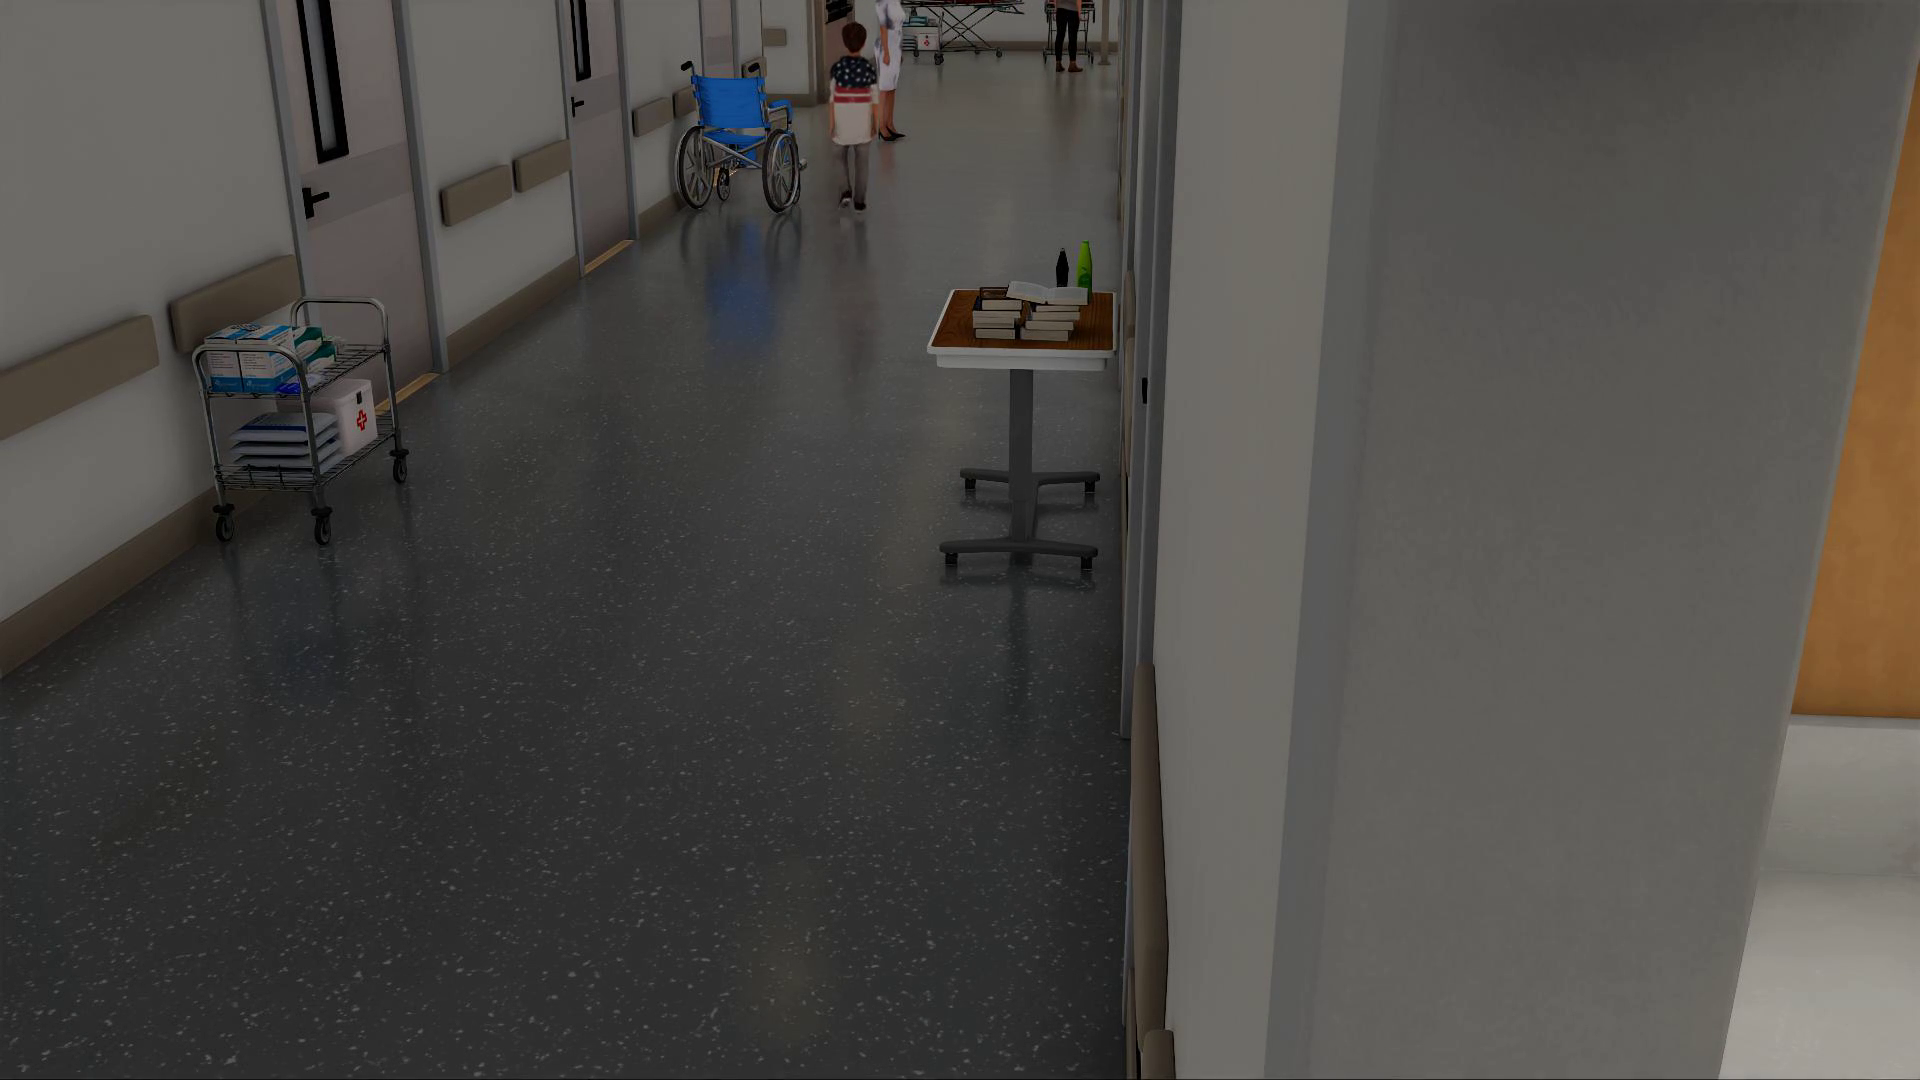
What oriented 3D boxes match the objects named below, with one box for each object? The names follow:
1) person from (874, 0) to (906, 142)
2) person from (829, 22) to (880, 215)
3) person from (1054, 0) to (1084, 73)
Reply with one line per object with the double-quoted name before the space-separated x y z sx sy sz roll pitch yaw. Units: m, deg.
"person" -0.734 -5.003 17.023 0.675 1.749 0.527 7 22 18
"person" -0.824 -3.220 12.769 0.566 1.429 0.557 -1 21 -3
"person" 1.564 -7.724 24.243 0.685 1.724 0.685 13 24 31
